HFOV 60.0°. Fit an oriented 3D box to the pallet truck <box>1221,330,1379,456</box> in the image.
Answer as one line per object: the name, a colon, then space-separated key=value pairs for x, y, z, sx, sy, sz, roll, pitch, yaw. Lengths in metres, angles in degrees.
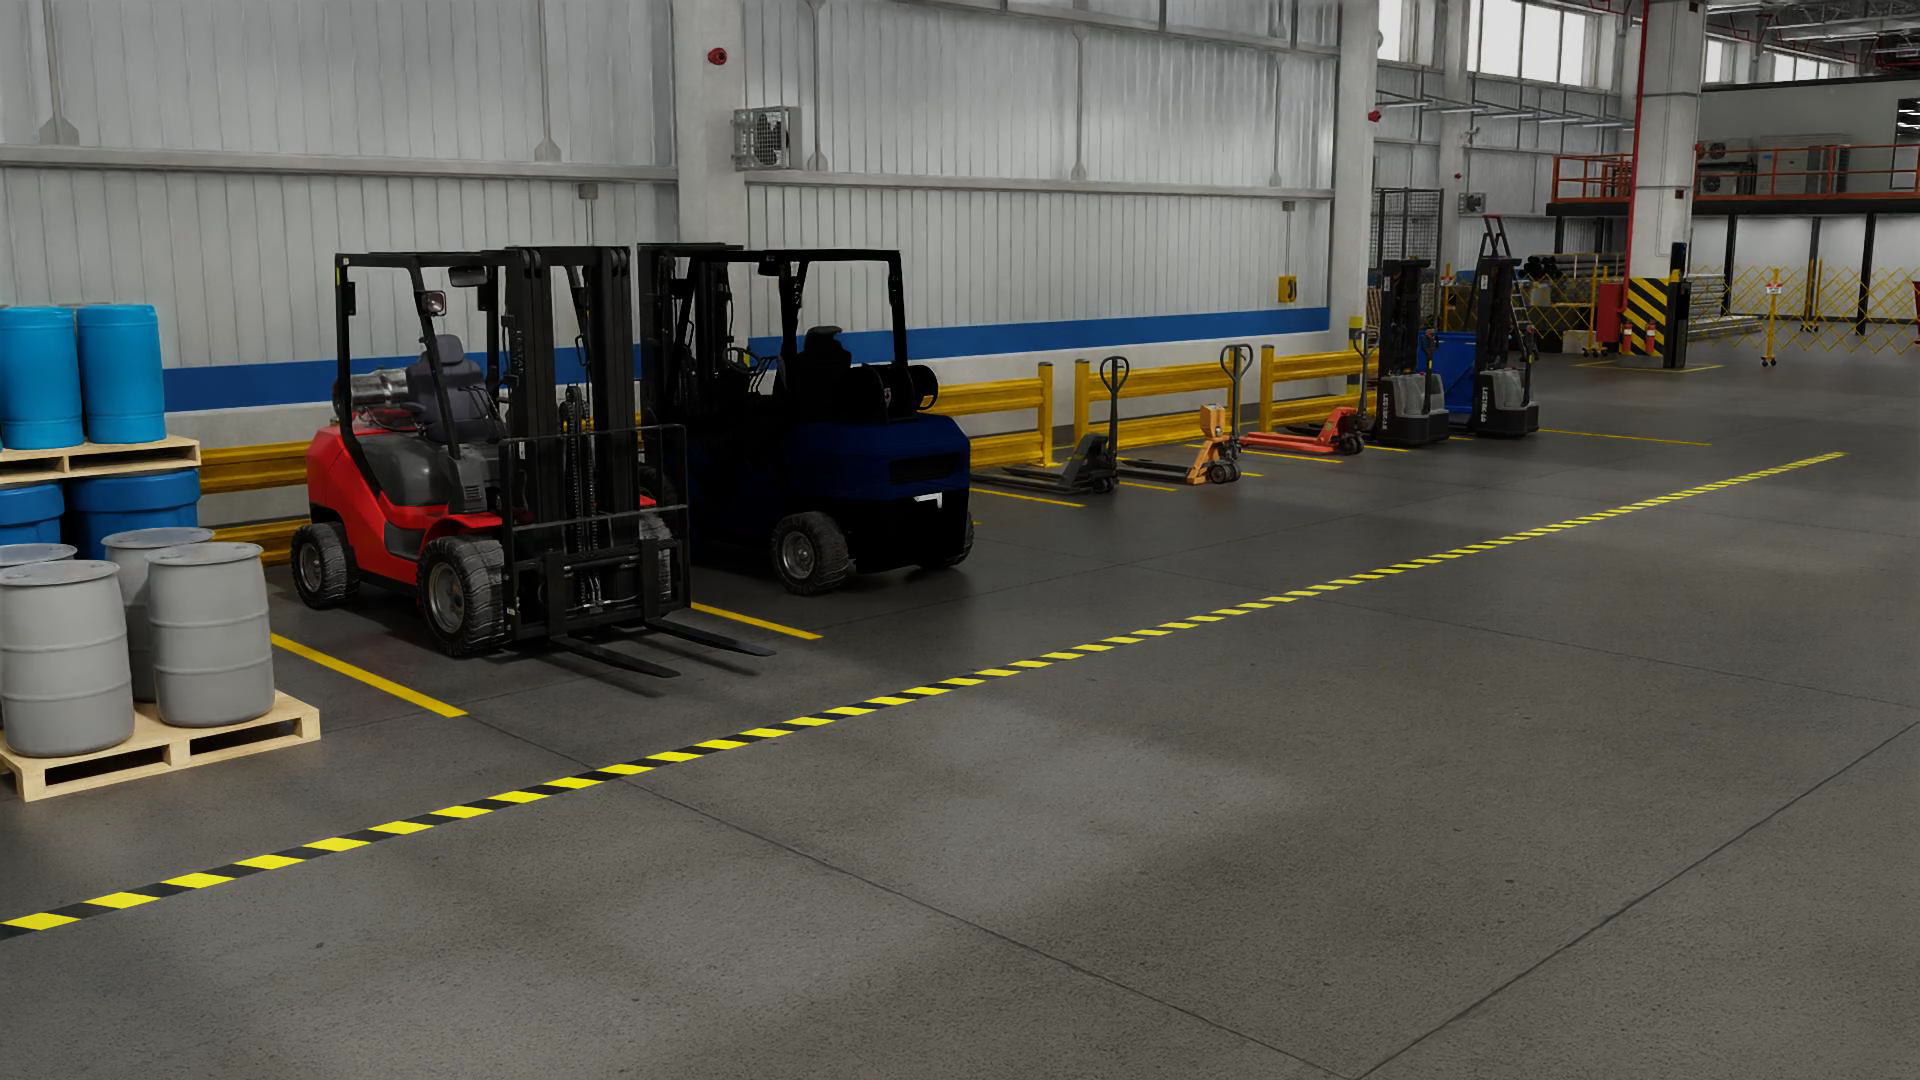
pallet truck: x=3.563 y=-1.581 z=17.381 sx=0.653 sy=1.274 sz=1.630 roll=-10 pitch=14 yaw=-44

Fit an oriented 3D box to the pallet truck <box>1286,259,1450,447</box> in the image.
pallet truck: x=4.493 y=-2.078 z=18.196 sx=0.823 sy=1.965 sz=1.885 roll=-9 pitch=14 yaw=-40

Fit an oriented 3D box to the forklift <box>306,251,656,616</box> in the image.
forklift: x=-2.833 y=-0.669 z=9.694 sx=1.157 sy=1.987 sz=2.680 roll=-10 pitch=14 yaw=-44

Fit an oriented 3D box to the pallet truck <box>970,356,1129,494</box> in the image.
pallet truck: x=0.784 y=-1.085 z=14.876 sx=0.680 sy=1.201 sz=1.601 roll=-10 pitch=14 yaw=-44

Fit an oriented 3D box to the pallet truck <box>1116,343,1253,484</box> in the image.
pallet truck: x=1.962 y=-1.215 z=15.415 sx=1.522 sy=1.261 sz=0.704 roll=10 pitch=14 yaw=43

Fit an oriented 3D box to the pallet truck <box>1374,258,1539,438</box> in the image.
pallet truck: x=5.704 y=-2.208 z=18.901 sx=1.885 sy=1.965 sz=0.823 roll=10 pitch=14 yaw=43

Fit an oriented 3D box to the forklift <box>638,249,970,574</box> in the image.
forklift: x=-1.173 y=-0.958 z=11.239 sx=2.680 sy=1.987 sz=1.157 roll=10 pitch=14 yaw=43
